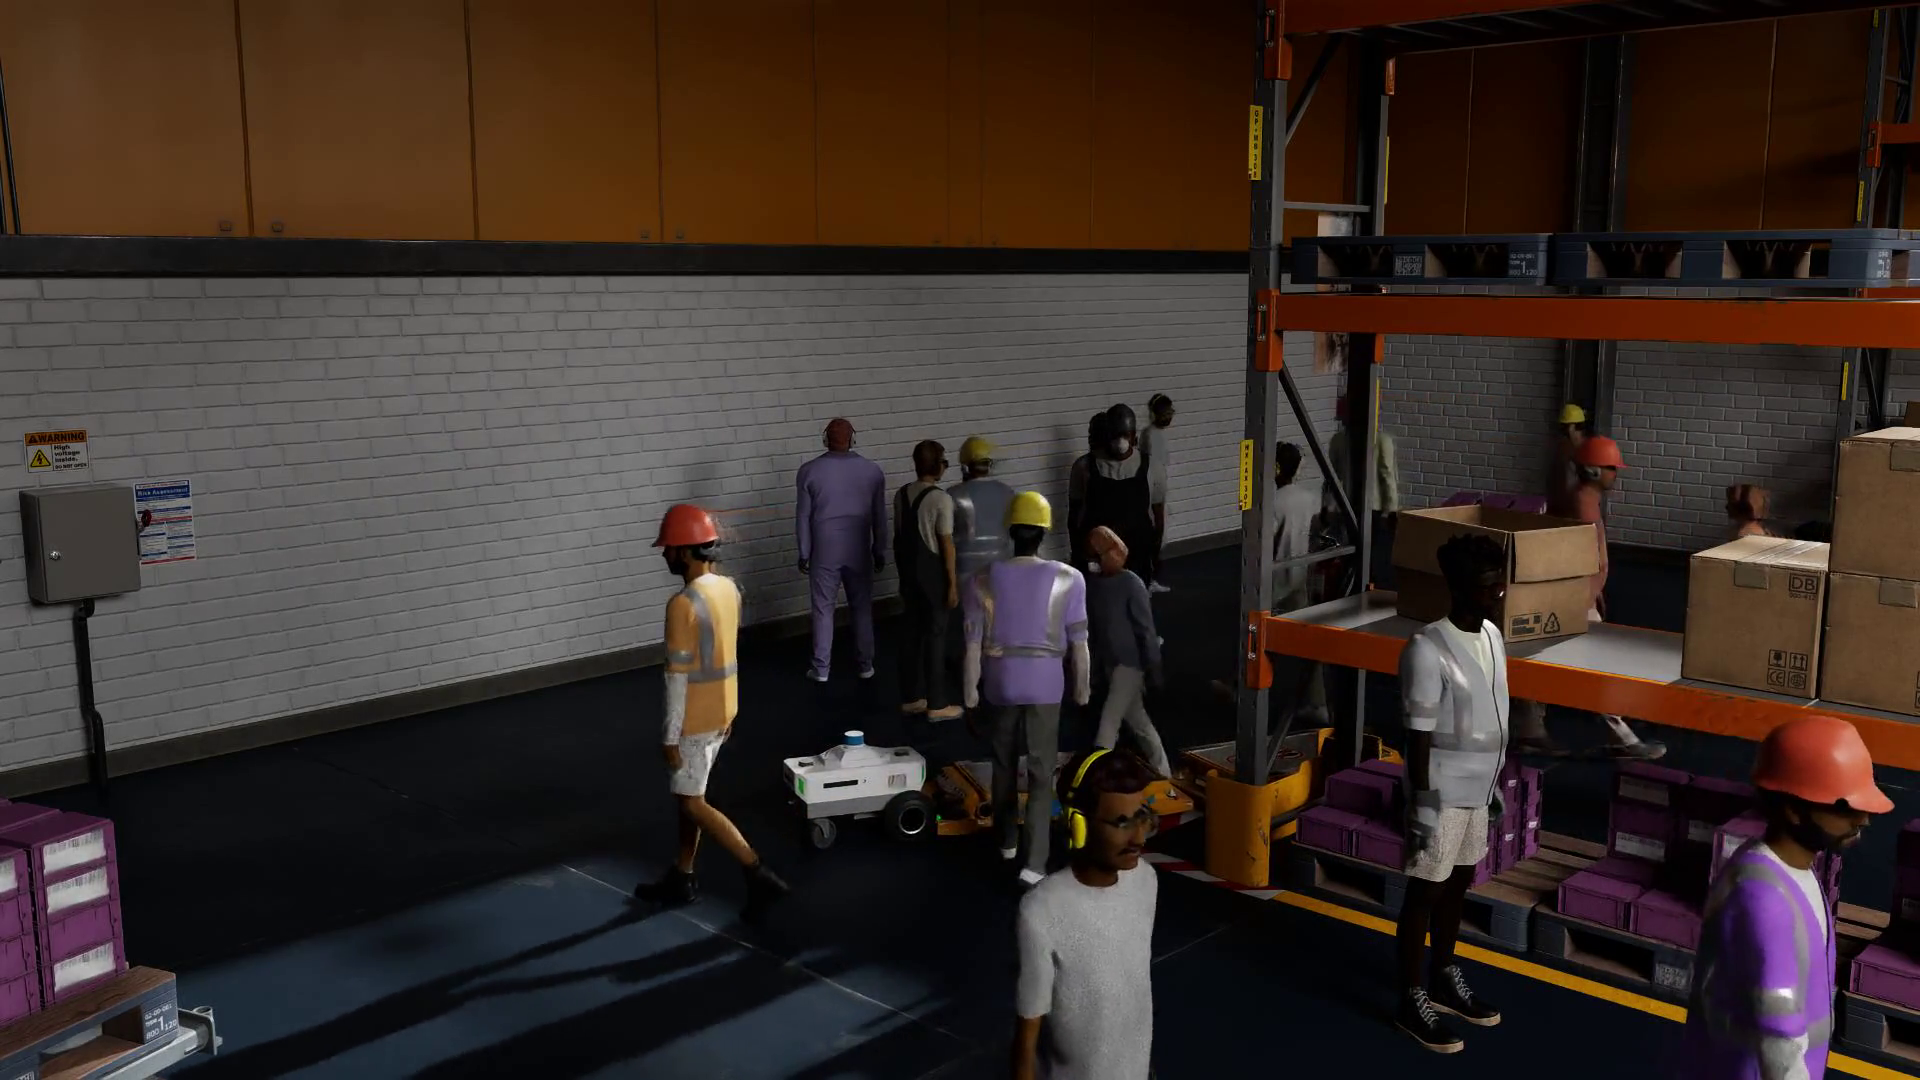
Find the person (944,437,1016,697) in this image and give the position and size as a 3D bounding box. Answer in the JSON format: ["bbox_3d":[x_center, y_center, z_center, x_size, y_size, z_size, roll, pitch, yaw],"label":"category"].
[{"bbox_3d":[0.080,0.175,11.638,0.600,1.786,0.925,-6,11,-35],"label":"person"}]

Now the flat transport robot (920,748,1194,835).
[{"bbox_3d":[0.482,1.351,9.043,1.431,0.197,0.652,-3,10,-16],"label":"flat transport robot"}]

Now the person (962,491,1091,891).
[{"bbox_3d":[0.313,0.721,7.986,0.615,1.897,0.843,1,9,9],"label":"person"}]

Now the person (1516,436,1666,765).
[{"bbox_3d":[3.819,0.365,9.917,0.939,1.951,0.644,2,10,15],"label":"person"}]

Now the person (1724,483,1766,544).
[{"bbox_3d":[4.946,0.455,10.403,0.633,1.620,0.518,6,11,33],"label":"person"}]

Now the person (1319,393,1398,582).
[{"bbox_3d":[3.275,-0.267,13.881,0.854,1.927,0.685,-7,11,-36],"label":"person"}]

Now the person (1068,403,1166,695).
[{"bbox_3d":[1.083,0.071,11.479,0.676,2.000,0.536,0,9,2],"label":"person"}]

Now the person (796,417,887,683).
[{"bbox_3d":[-0.853,0.070,11.960,0.662,1.895,0.407,-3,10,-15],"label":"person"}]

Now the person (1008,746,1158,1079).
[{"bbox_3d":[0.274,1.379,4.050,0.689,1.851,0.526,9,13,43],"label":"person"}]

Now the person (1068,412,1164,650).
[{"bbox_3d":[1.140,-0.022,12.546,0.954,1.887,0.594,6,11,34],"label":"person"}]

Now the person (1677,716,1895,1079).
[{"bbox_3d":[2.027,1.363,3.987,0.922,1.899,0.567,7,12,38],"label":"person"}]

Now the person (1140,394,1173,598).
[{"bbox_3d":[1.739,-0.387,14.886,0.375,1.845,0.646,2,10,15],"label":"person"}]

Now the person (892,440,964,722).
[{"bbox_3d":[-0.217,0.265,10.889,0.516,1.842,0.328,9,13,42],"label":"person"}]

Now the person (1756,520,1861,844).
[{"bbox_3d":[4.319,0.723,8.606,0.796,1.665,0.541,7,12,37],"label":"person"}]

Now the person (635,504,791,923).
[{"bbox_3d":[-1.140,0.784,7.516,0.783,1.913,0.554,3,10,17],"label":"person"}]

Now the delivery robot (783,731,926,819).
[{"bbox_3d":[-0.548,1.232,8.613,0.707,0.478,0.477,-3,10,-20],"label":"delivery robot"}]

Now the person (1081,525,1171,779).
[{"bbox_3d":[0.853,0.700,9.038,0.891,1.566,0.562,-5,10,-27],"label":"person"}]

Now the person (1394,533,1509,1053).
[{"bbox_3d":[1.895,0.941,6.366,0.600,1.967,0.368,-9,13,-44],"label":"person"}]

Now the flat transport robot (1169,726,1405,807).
[{"bbox_3d":[1.894,1.288,9.425,1.431,0.197,0.652,-5,10,-26],"label":"flat transport robot"}]

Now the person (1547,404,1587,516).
[{"bbox_3d":[5.580,-0.367,15.046,0.575,1.747,0.537,-4,10,-22],"label":"person"}]

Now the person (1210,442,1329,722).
[{"bbox_3d":[2.103,0.260,10.994,0.516,1.817,0.953,-6,11,-31],"label":"person"}]
